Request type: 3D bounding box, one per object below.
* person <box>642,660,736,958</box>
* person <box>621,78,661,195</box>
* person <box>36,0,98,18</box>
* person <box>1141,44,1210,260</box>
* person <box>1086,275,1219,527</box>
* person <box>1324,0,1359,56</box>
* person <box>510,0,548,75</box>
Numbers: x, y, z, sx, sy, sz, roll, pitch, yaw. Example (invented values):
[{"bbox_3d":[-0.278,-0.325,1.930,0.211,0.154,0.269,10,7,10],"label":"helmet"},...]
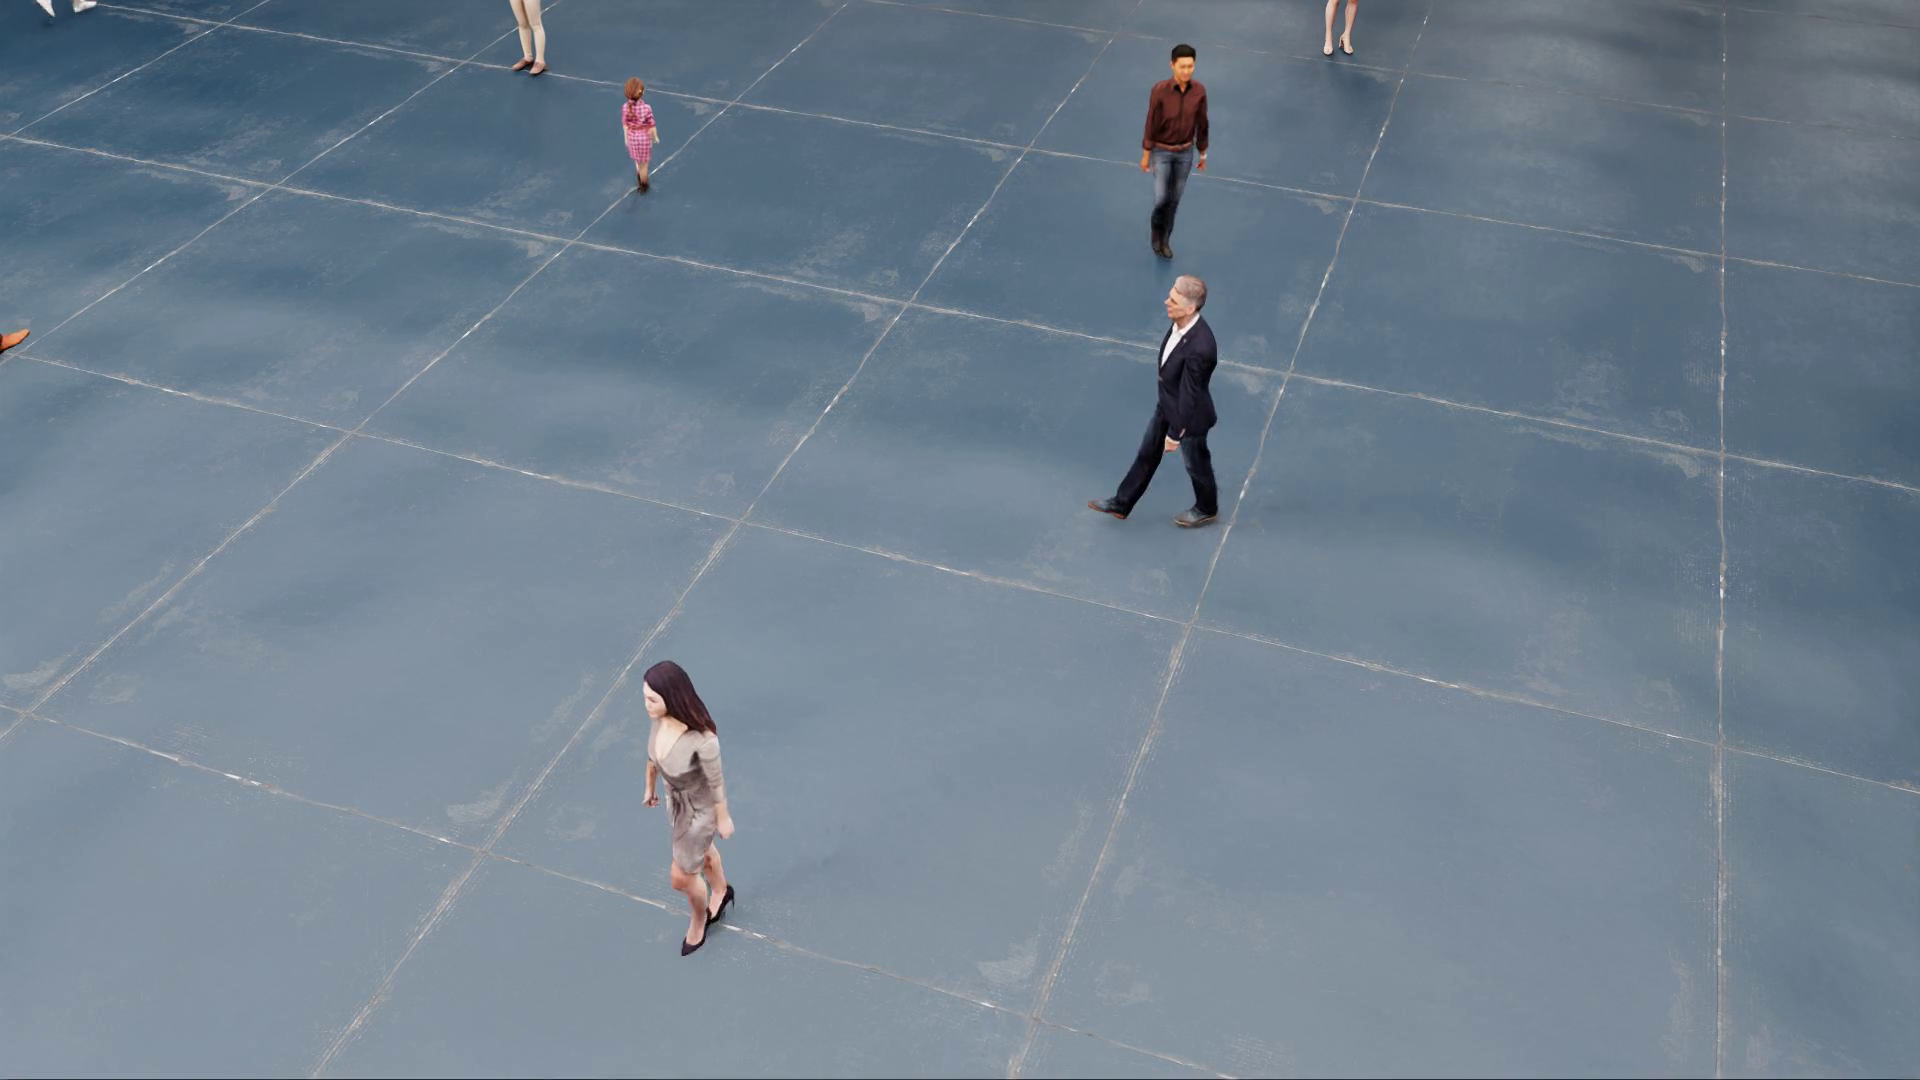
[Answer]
[{"bbox_3d":[-1.181,1.195,7.726,0.764,1.732,0.731,-31,48,-33],"label":"person"},{"bbox_3d":[-2.758,-3.440,14.235,0.478,1.011,0.535,5,38,6],"label":"person"},{"bbox_3d":[-9.521,-6.258,17.335,0.738,1.629,0.953,25,44,28],"label":"person"},{"bbox_3d":[1.660,-3.101,13.183,0.782,1.773,0.797,-7,39,-9],"label":"person"},{"bbox_3d":[1.466,-0.814,10.253,1.129,1.782,1.166,-7,39,-9],"label":"person"},{"bbox_3d":[3.882,-5.724,16.537,0.756,1.772,0.779,-4,38,-5],"label":"person"},{"bbox_3d":[-4.263,-5.424,16.251,0.638,1.651,0.576,13,40,16],"label":"person"}]
